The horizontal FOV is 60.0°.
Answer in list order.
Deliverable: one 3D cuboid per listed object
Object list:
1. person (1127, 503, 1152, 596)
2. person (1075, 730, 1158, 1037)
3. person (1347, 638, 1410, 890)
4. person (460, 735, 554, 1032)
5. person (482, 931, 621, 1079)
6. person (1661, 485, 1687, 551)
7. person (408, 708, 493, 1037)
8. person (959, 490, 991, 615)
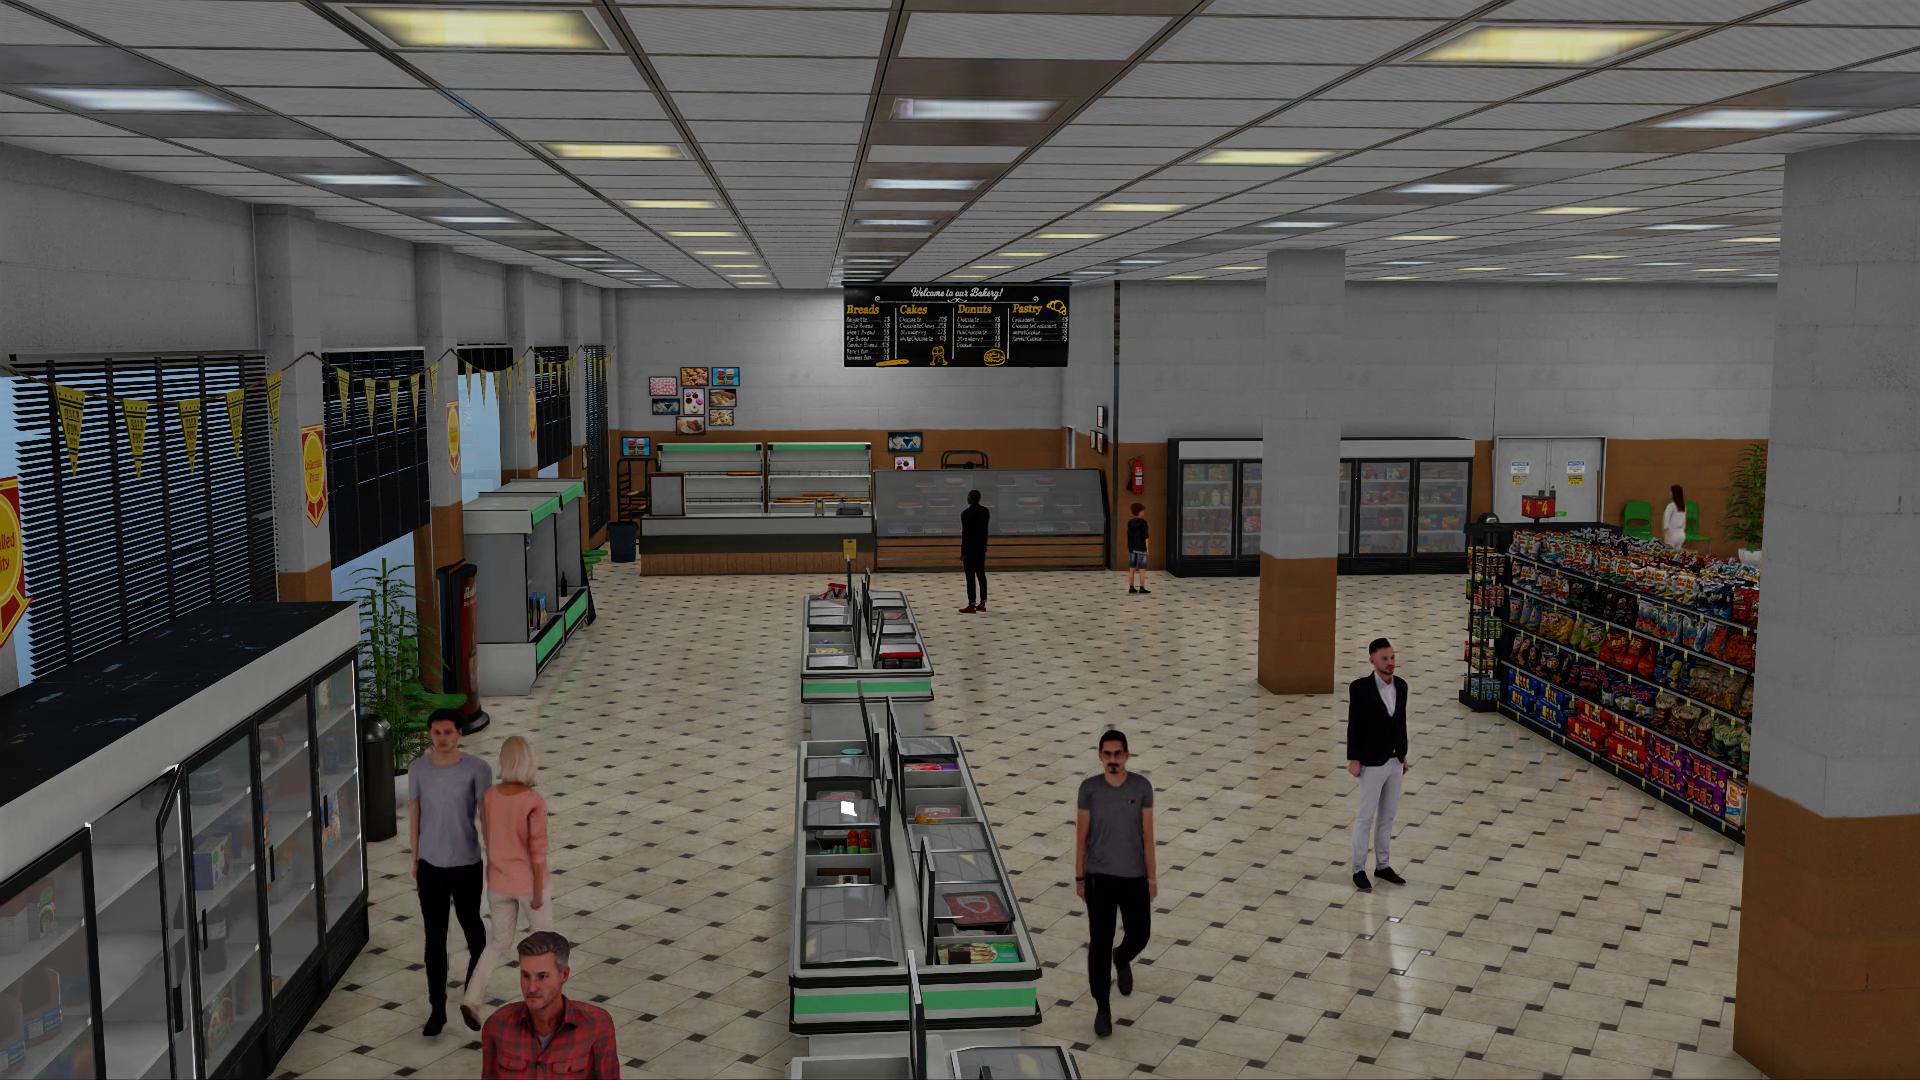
[{"bbox_3d":[2.803,0.136,26.186,0.617,1.447,0.674,6,9,39],"label":"person"},{"bbox_3d":[0.920,1.970,9.806,0.649,1.736,0.911,0,7,-1],"label":"person"},{"bbox_3d":[3.083,1.622,12.242,0.725,1.844,0.662,-3,7,-22],"label":"person"},{"bbox_3d":[-2.623,2.010,9.641,0.837,1.697,1.062,3,7,20],"label":"person"},{"bbox_3d":[-1.537,2.352,6.253,0.700,1.830,0.546,0,7,-1],"label":"person"},{"bbox_3d":[11.480,-0.038,26.656,0.816,1.680,0.941,-4,8,-31],"label":"person"},{"bbox_3d":[-2.998,1.908,9.900,0.704,1.836,1.163,0,7,-3],"label":"person"},{"bbox_3d":[0.219,0.161,24.436,0.830,1.818,0.782,6,9,43],"label":"person"}]
